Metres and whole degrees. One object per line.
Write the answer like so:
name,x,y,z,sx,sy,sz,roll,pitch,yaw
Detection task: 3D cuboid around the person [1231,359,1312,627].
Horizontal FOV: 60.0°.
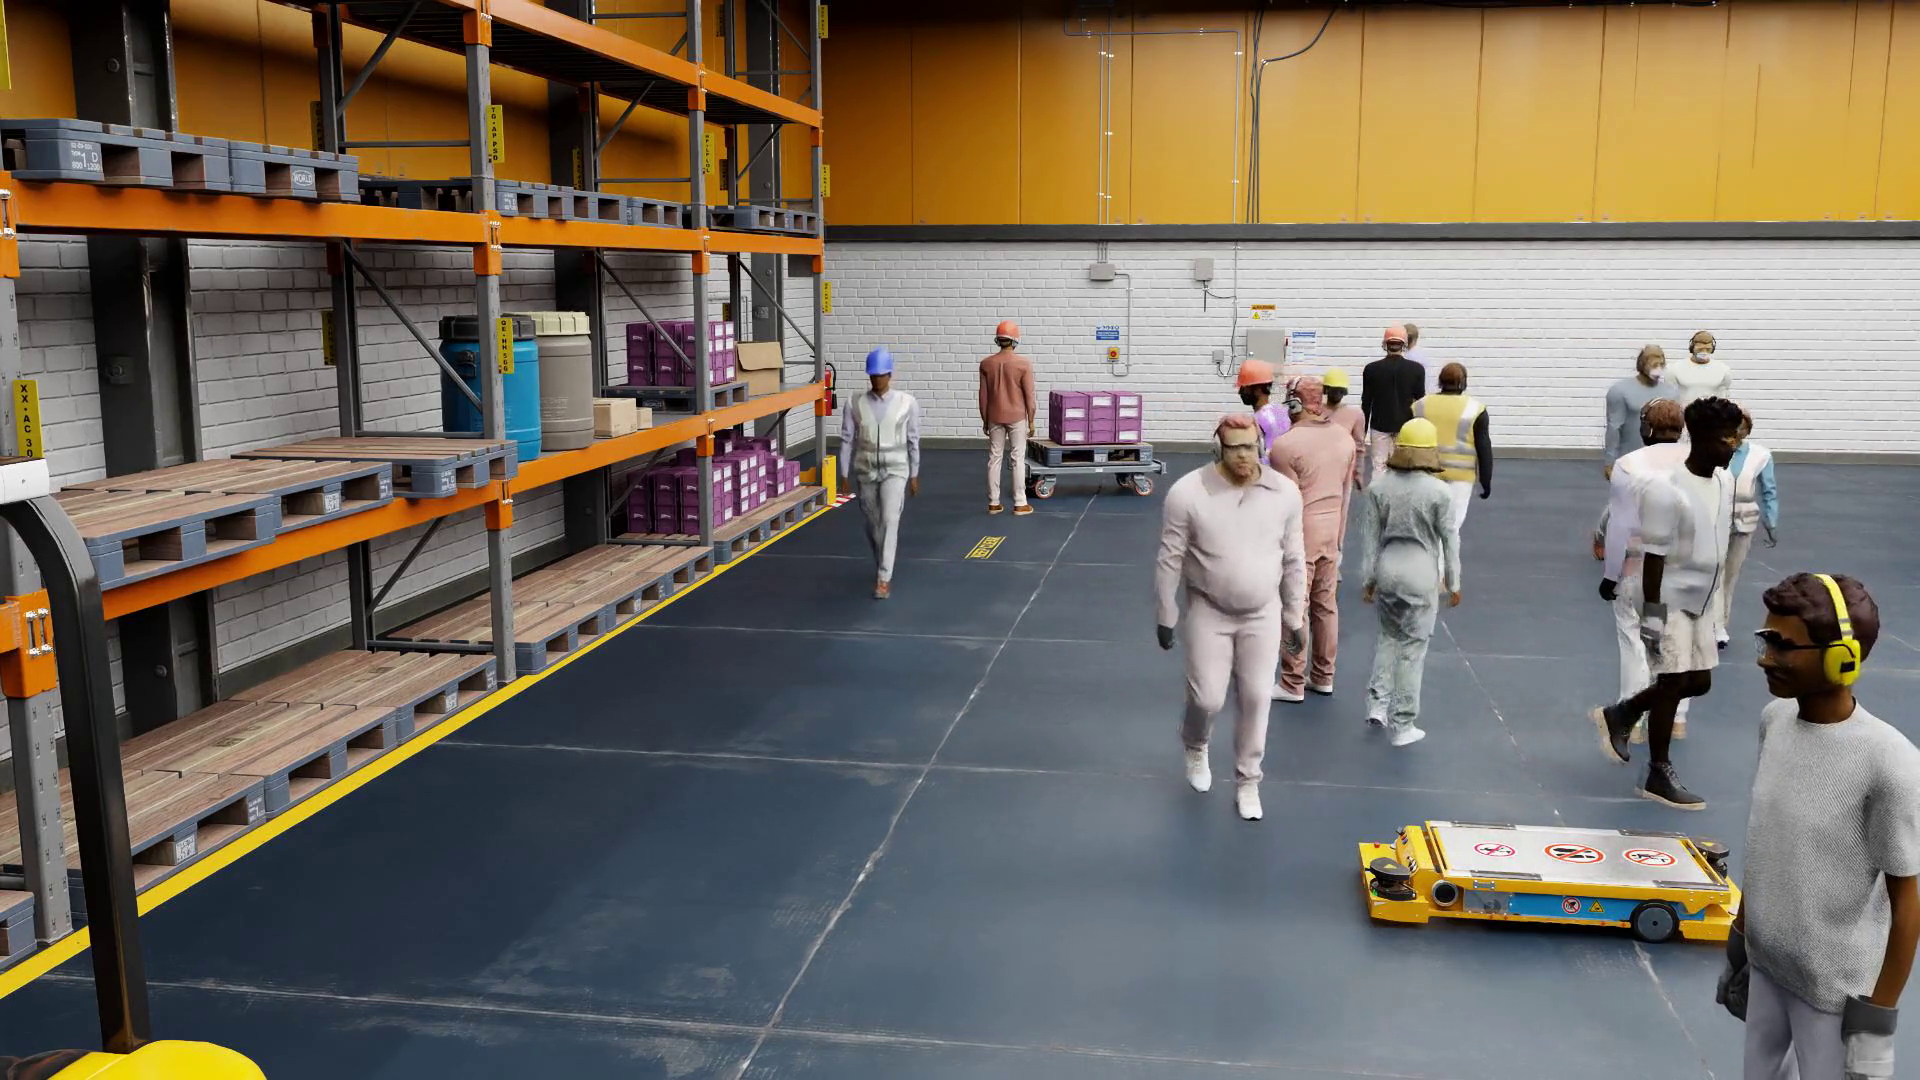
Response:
person,2.190,-0.311,11.615,0.835,1.905,0.543,4,10,21

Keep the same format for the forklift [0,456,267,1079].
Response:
forklift,-2.328,0.975,2.765,2.313,2.155,1.214,1,9,9

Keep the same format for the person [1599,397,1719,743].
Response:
person,3.692,0.162,8.864,0.634,1.841,0.429,-2,9,-13

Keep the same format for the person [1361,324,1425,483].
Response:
person,4.196,-1.098,16.159,0.622,1.992,0.396,1,9,6

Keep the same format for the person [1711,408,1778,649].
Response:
person,5.116,-0.070,11.016,0.533,1.595,0.835,2,9,10

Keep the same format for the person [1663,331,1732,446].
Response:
person,7.099,-1.055,16.084,0.627,1.935,0.372,2,9,10

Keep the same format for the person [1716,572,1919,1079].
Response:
person,1.875,0.989,3.695,0.310,1.864,0.534,-1,9,-9

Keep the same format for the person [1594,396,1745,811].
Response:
person,3.348,0.271,7.898,0.600,1.946,0.633,-6,11,-31

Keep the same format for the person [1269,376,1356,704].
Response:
person,1.991,-0.002,9.694,0.639,1.903,0.409,-7,12,-38

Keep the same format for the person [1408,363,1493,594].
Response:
person,3.854,-0.498,13.103,0.645,1.789,0.979,7,11,35

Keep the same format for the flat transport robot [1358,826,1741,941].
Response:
flat transport robot,2.325,1.321,6.541,1.431,0.197,0.652,1,9,9

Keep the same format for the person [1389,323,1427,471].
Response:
person,5.009,-1.506,18.911,0.678,1.914,0.650,2,9,13

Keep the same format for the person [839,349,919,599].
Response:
person,-0.627,-0.549,13.047,0.625,1.913,0.946,1,9,7

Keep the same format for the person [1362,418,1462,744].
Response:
person,2.395,0.223,8.853,0.501,1.732,0.418,8,12,42

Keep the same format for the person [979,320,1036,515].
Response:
person,0.492,-1.249,17.088,0.611,1.997,0.375,4,10,22

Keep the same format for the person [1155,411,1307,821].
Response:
person,1.245,0.332,7.683,0.688,1.885,0.507,-1,9,-3

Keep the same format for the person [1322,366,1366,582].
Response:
person,3.001,-0.545,13.512,0.536,1.754,0.529,0,9,2

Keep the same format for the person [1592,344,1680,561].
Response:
person,5.567,-0.660,13.702,0.635,1.920,0.785,-1,9,-3
